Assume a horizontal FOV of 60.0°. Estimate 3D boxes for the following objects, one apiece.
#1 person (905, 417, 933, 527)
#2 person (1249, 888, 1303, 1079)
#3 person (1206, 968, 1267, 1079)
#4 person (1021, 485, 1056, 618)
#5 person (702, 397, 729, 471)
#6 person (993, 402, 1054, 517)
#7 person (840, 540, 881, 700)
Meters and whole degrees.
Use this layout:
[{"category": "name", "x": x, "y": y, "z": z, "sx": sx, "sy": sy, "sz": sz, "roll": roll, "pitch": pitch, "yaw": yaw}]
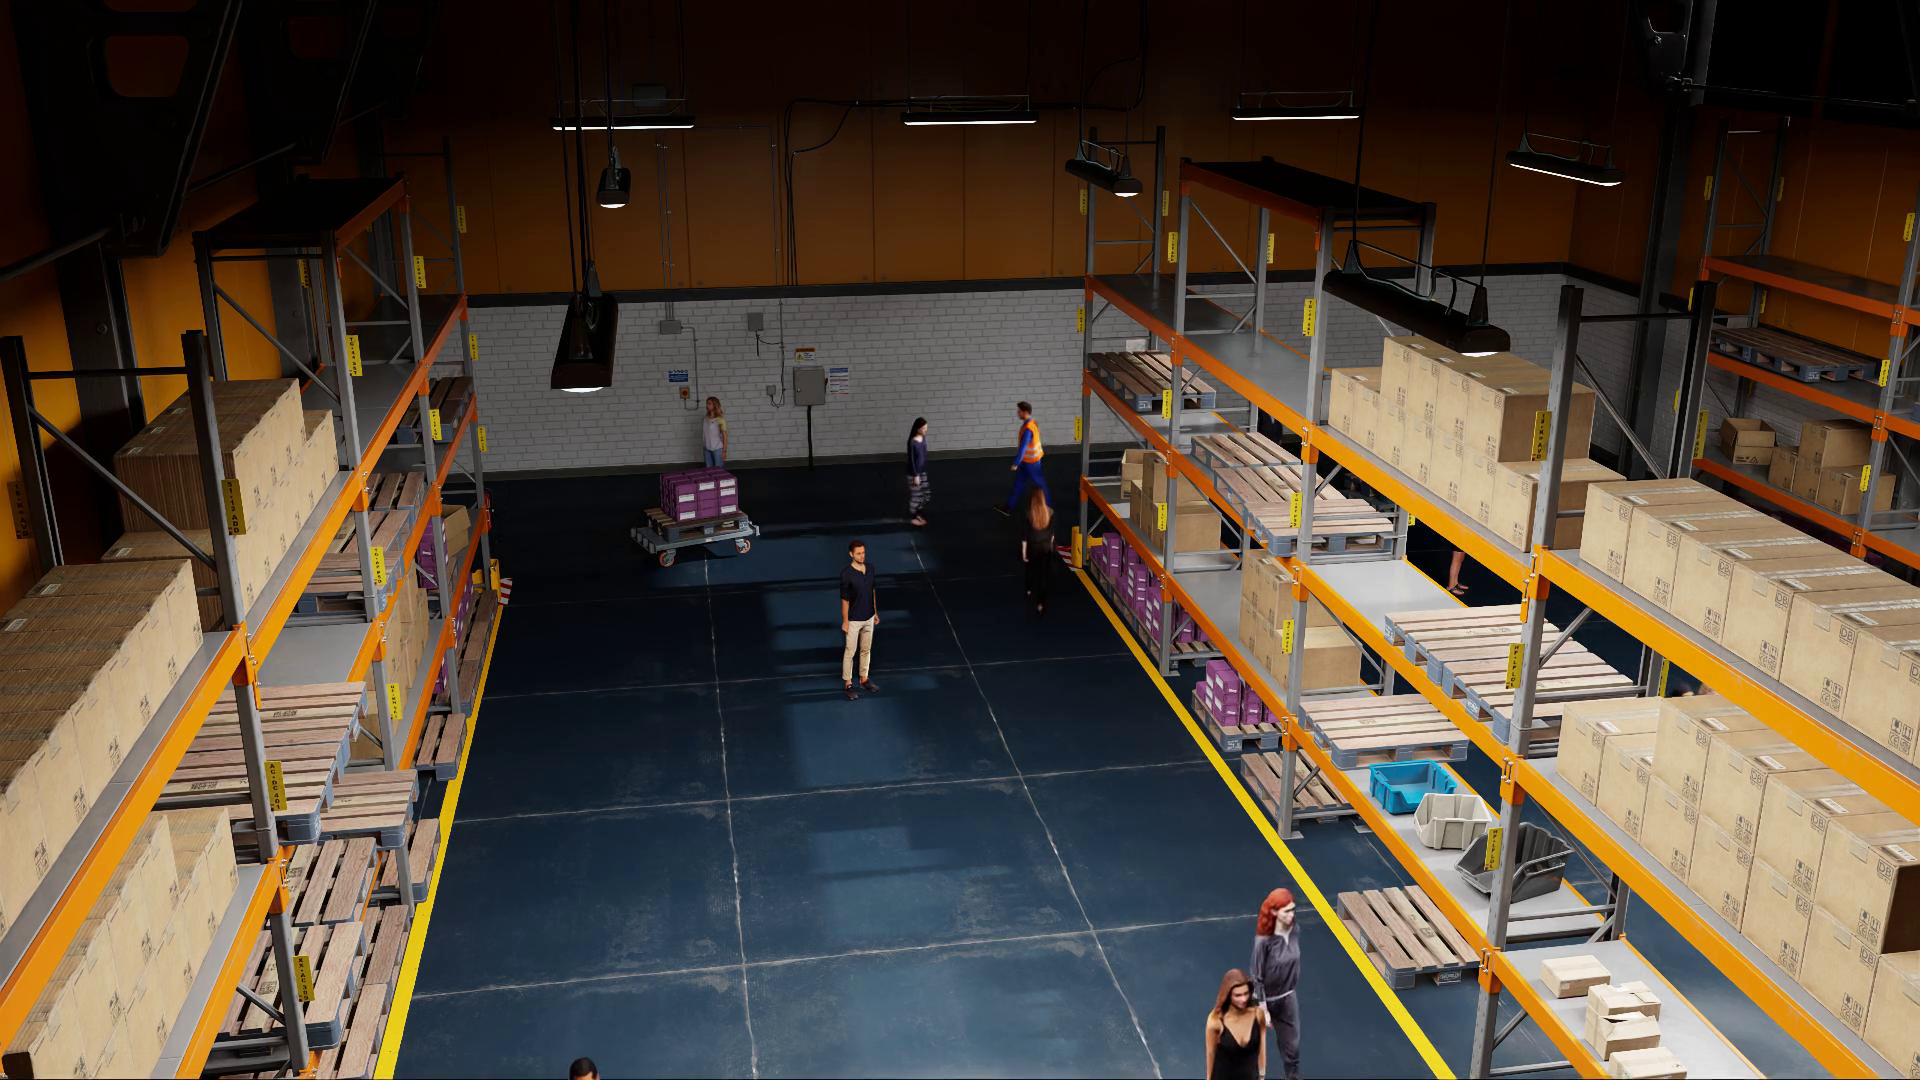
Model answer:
[{"category": "person", "x": -0.717, "y": -1.025, "z": 24.812, "sx": 0.805, "sy": 1.702, "sz": 0.745, "roll": 11, "pitch": 21, "yaw": 29}, {"category": "person", "x": 2.173, "y": 3.281, "z": 11.982, "sx": 0.821, "sy": 1.730, "sz": 1.231, "roll": -9, "pitch": 21, "yaw": -26}, {"category": "person", "x": 1.807, "y": 3.588, "z": 11.121, "sx": 0.685, "sy": 1.698, "sz": 1.039, "roll": -6, "pitch": 20, "yaw": -18}, {"category": "person", "x": 1.020, "y": 0.173, "z": 21.310, "sx": 0.682, "sy": 1.667, "sz": 1.144, "roll": -1, "pitch": 19, "yaw": -4}, {"category": "person", "x": -3.811, "y": -1.395, "z": 25.879, "sx": 0.705, "sy": 1.723, "sz": 0.759, "roll": 12, "pitch": 22, "yaw": 32}, {"category": "person", "x": 1.160, "y": -1.158, "z": 25.041, "sx": 0.932, "sy": 1.808, "sz": 1.156, "roll": -1, "pitch": 19, "yaw": -3}, {"category": "person", "x": -1.147, "y": 0.874, "z": 18.929, "sx": 0.724, "sy": 1.857, "sz": 0.716, "roll": -16, "pitch": 24, "yaw": -39}]
